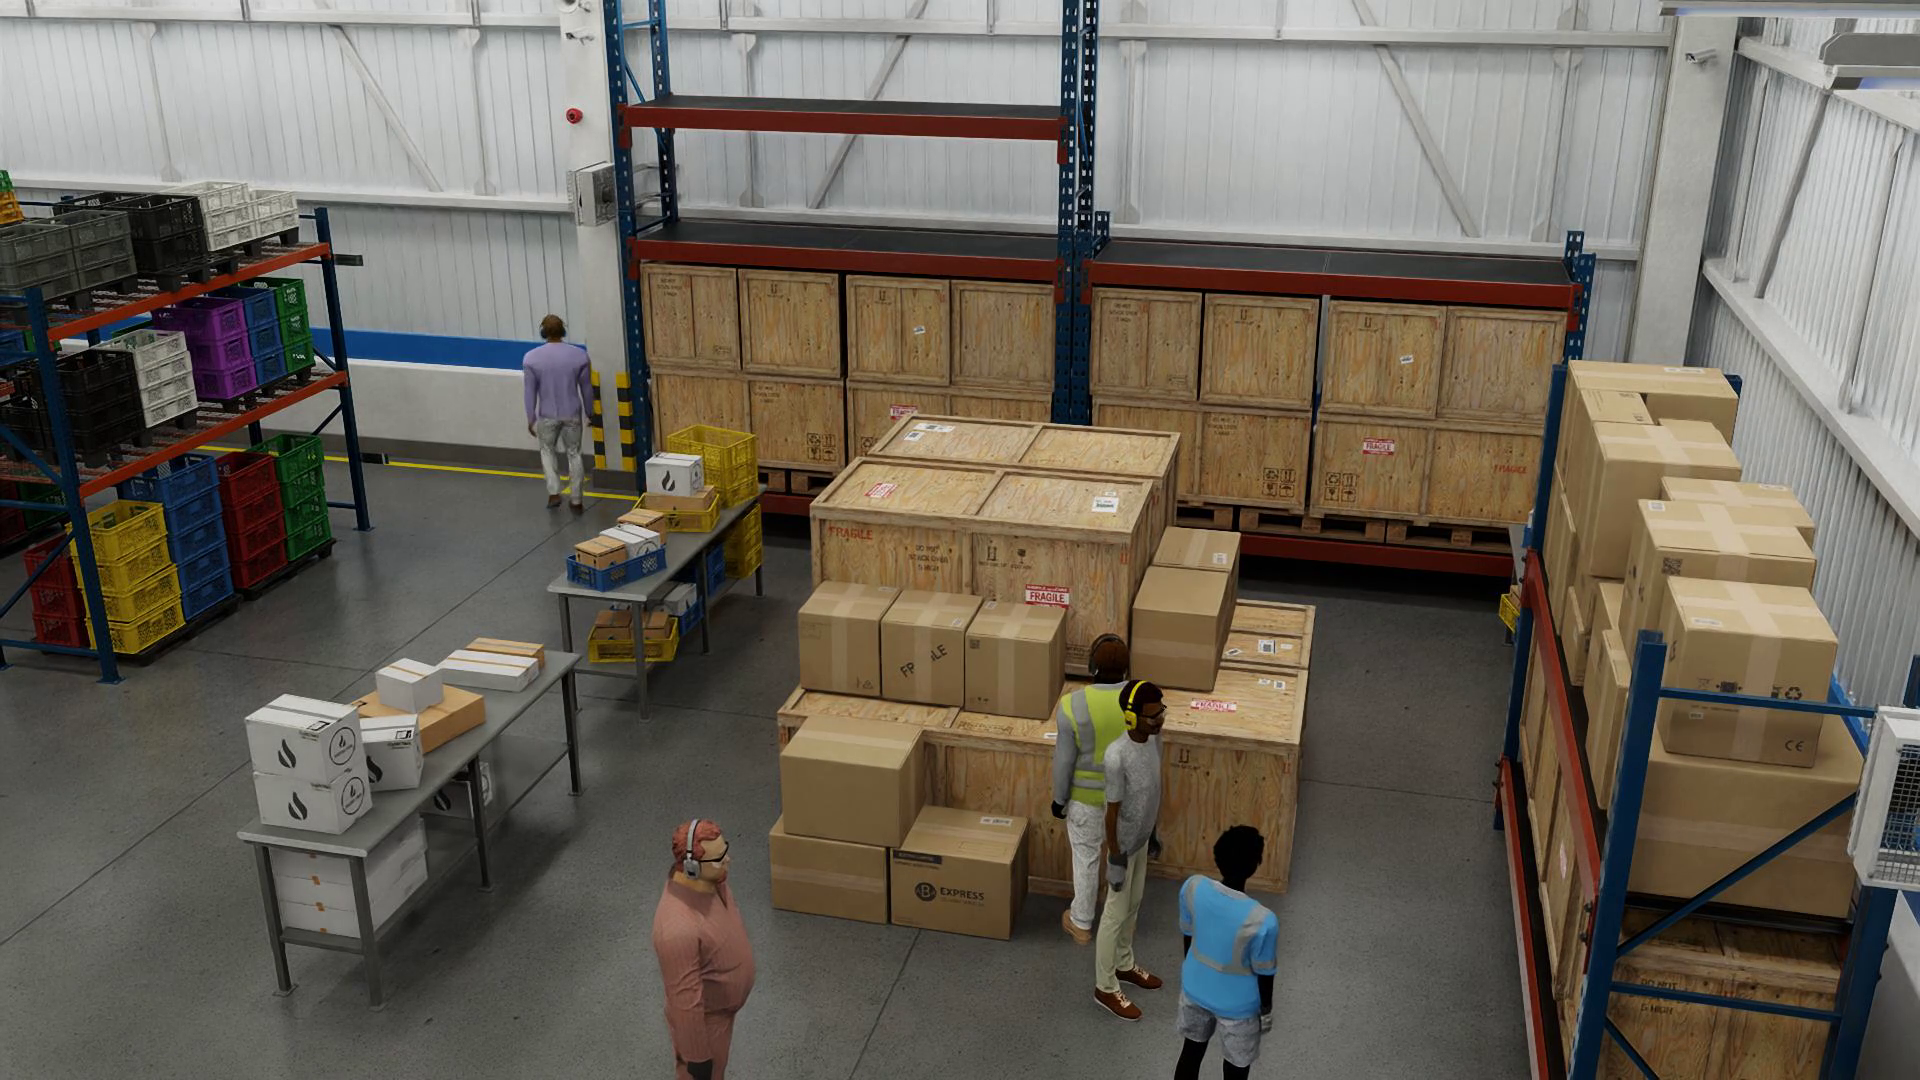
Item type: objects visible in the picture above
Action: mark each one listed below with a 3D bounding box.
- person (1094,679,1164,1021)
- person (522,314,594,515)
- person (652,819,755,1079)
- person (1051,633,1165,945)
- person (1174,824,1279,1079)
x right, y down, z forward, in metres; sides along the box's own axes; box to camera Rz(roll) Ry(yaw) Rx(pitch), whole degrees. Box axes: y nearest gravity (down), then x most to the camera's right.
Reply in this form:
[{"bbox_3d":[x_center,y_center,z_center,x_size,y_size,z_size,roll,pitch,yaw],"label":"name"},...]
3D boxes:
[{"bbox_3d":[0.904,1.582,8.650,0.327,1.869,0.518,12,24,28],"label":"person"},{"bbox_3d":[-3.793,-1.188,15.820,0.654,1.917,0.475,-7,22,-17],"label":"person"},{"bbox_3d":[-1.095,2.076,7.302,0.407,1.908,0.638,0,21,0],"label":"person"},{"bbox_3d":[0.800,1.375,9.225,0.636,1.842,0.429,-6,22,-14],"label":"person"},{"bbox_3d":[1.209,2.073,7.613,0.322,1.689,0.535,-19,28,-41],"label":"person"}]
